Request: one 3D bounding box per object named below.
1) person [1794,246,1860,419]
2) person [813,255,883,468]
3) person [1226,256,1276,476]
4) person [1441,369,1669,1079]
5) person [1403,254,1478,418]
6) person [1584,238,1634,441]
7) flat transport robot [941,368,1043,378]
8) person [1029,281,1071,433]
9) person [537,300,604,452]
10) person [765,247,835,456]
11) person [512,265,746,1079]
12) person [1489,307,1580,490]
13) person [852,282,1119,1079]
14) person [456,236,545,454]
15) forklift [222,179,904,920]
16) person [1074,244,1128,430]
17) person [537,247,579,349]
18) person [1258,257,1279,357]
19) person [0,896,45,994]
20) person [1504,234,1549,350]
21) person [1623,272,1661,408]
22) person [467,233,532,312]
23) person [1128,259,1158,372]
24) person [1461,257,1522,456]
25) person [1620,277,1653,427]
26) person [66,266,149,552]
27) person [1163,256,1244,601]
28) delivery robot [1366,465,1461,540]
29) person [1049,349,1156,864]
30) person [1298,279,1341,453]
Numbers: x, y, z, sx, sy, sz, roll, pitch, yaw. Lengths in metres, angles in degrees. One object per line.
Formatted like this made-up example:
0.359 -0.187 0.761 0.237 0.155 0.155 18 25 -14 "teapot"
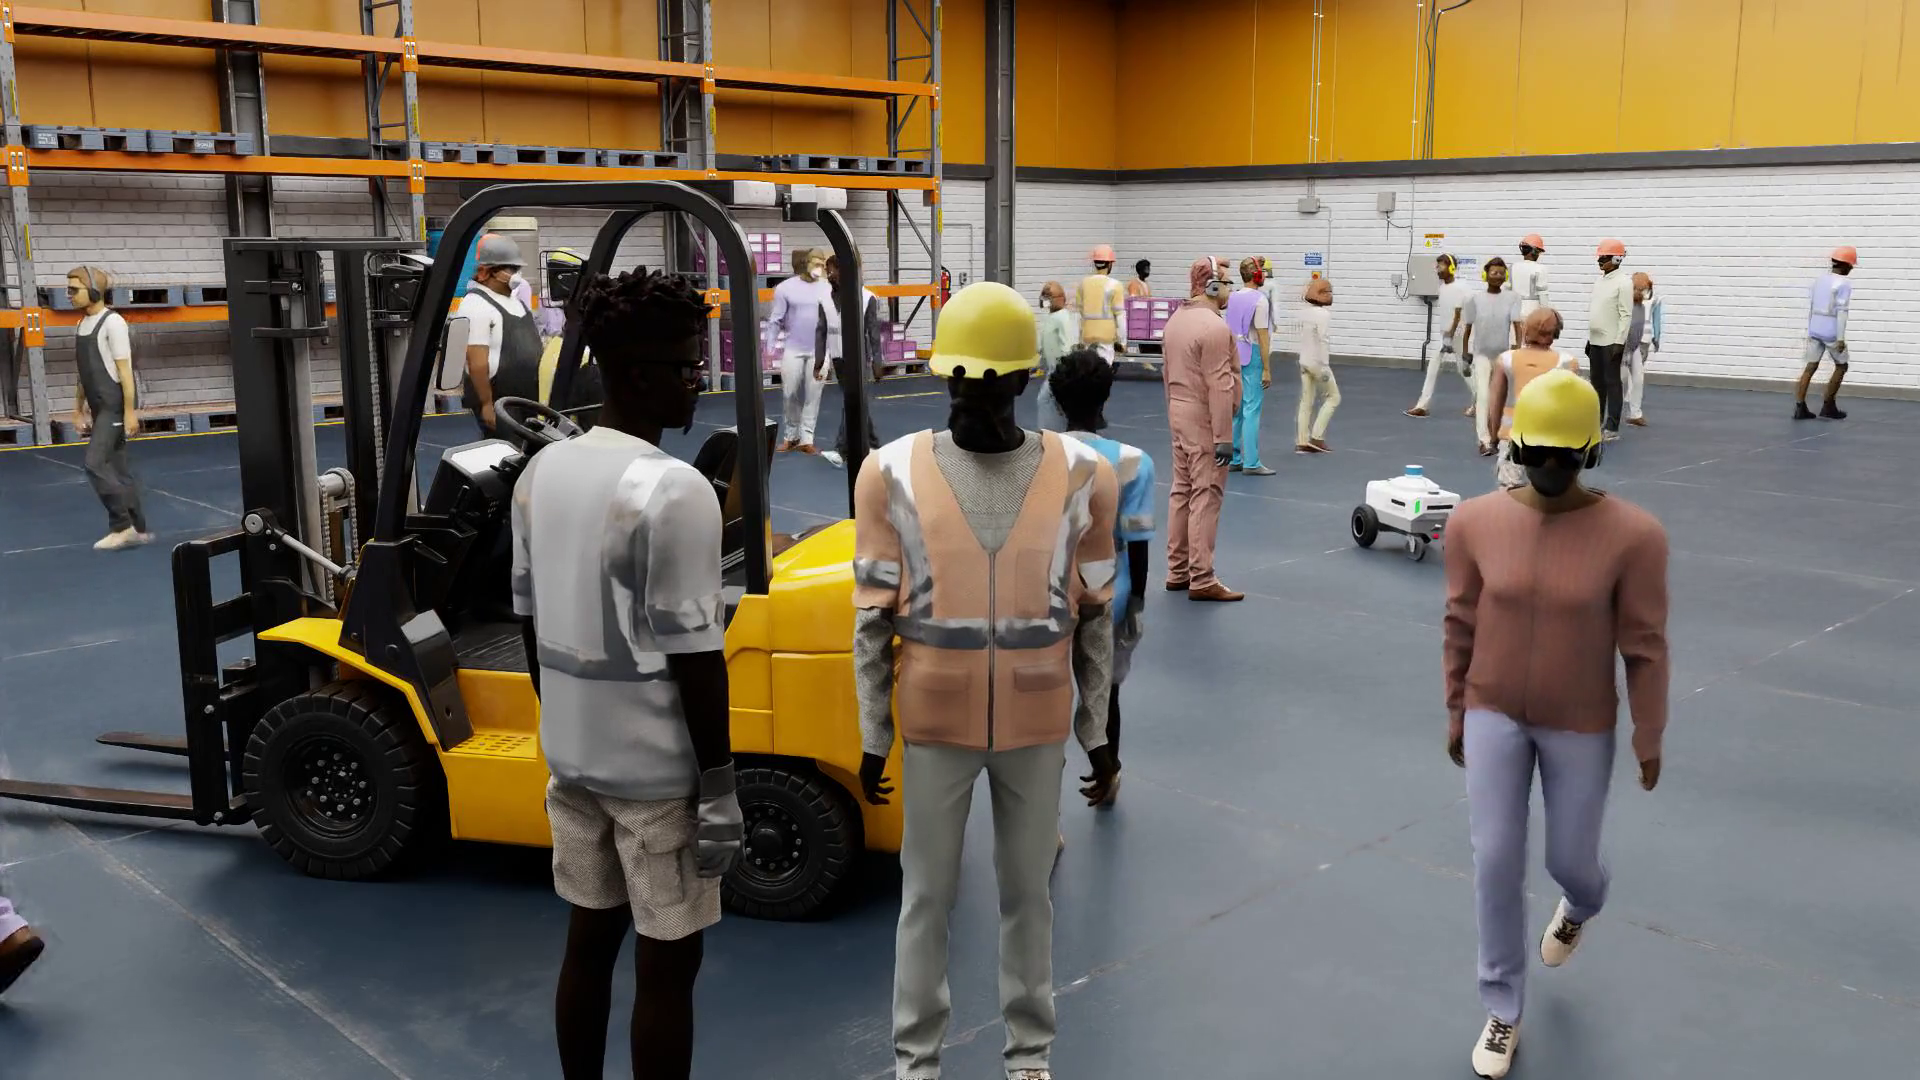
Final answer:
9.547 -2.262 18.243 0.735 1.897 0.696 -2 11 -13 "person"
-1.015 -1.576 14.673 0.602 1.845 1.024 7 13 34 "person"
2.430 -1.467 14.064 0.389 1.849 0.565 -5 11 -24 "person"
1.471 0.421 4.129 0.529 1.731 0.685 5 12 27 "person"
5.450 -2.244 18.433 0.974 1.814 0.520 -4 11 -21 "person"
6.393 -1.980 16.464 0.376 1.995 0.612 -2 11 -11 "person"
0.460 -2.383 23.366 0.652 0.197 1.431 10 14 43 "flat transport robot"
0.791 -1.560 15.262 0.674 1.613 0.587 -1 10 -8 "person"
-1.591 -0.257 7.530 0.617 1.823 0.661 -4 11 -22 "person"
-1.438 -1.734 15.377 0.716 1.915 0.495 -1 10 -7 "person"
-0.654 0.433 3.389 0.612 1.962 0.363 10 14 43 "person"
3.429 -0.590 9.968 0.528 1.591 0.856 6 12 30 "person"
0.060 0.398 3.691 0.591 1.923 0.382 -1 10 -4 "person"
-2.933 -0.949 10.719 0.651 2.000 0.700 3 11 14 "person"
-1.114 -0.058 5.440 2.313 2.155 1.214 2 11 13 "forklift"
1.527 -2.118 17.414 0.570 1.919 0.650 8 13 36 "person"
-3.316 -1.521 14.165 0.586 1.920 0.379 1 10 7 "person"
4.111 -3.008 22.798 0.511 1.738 0.534 8 13 37 "person"
-2.881 0.337 4.176 0.933 1.874 0.647 1 10 4 "person"
7.029 -2.760 20.617 0.392 2.033 0.605 -8 13 -36 "person"
8.006 -2.371 19.695 0.528 1.595 0.885 1 10 4 "person"
-3.928 -1.570 14.127 0.605 2.034 0.391 2 11 13 "person"
2.593 -3.358 24.839 0.734 1.673 0.527 8 13 38 "person"
4.934 -1.708 15.478 0.490 1.823 1.023 1 10 5 "person"
7.057 -2.016 17.754 0.505 1.592 0.688 -8 13 -38 "person"
-5.498 -0.827 10.634 0.537 1.824 0.554 9 14 40 "person"
1.373 -0.617 9.278 0.407 1.905 0.655 -3 11 -16 "person"
2.890 -0.234 10.620 0.477 0.478 0.707 -2 11 -13 "delivery robot"
0.383 0.189 5.568 0.536 1.645 0.869 1 10 6 "person"
3.343 -1.601 15.395 0.425 1.617 0.522 -2 11 -13 "person"
